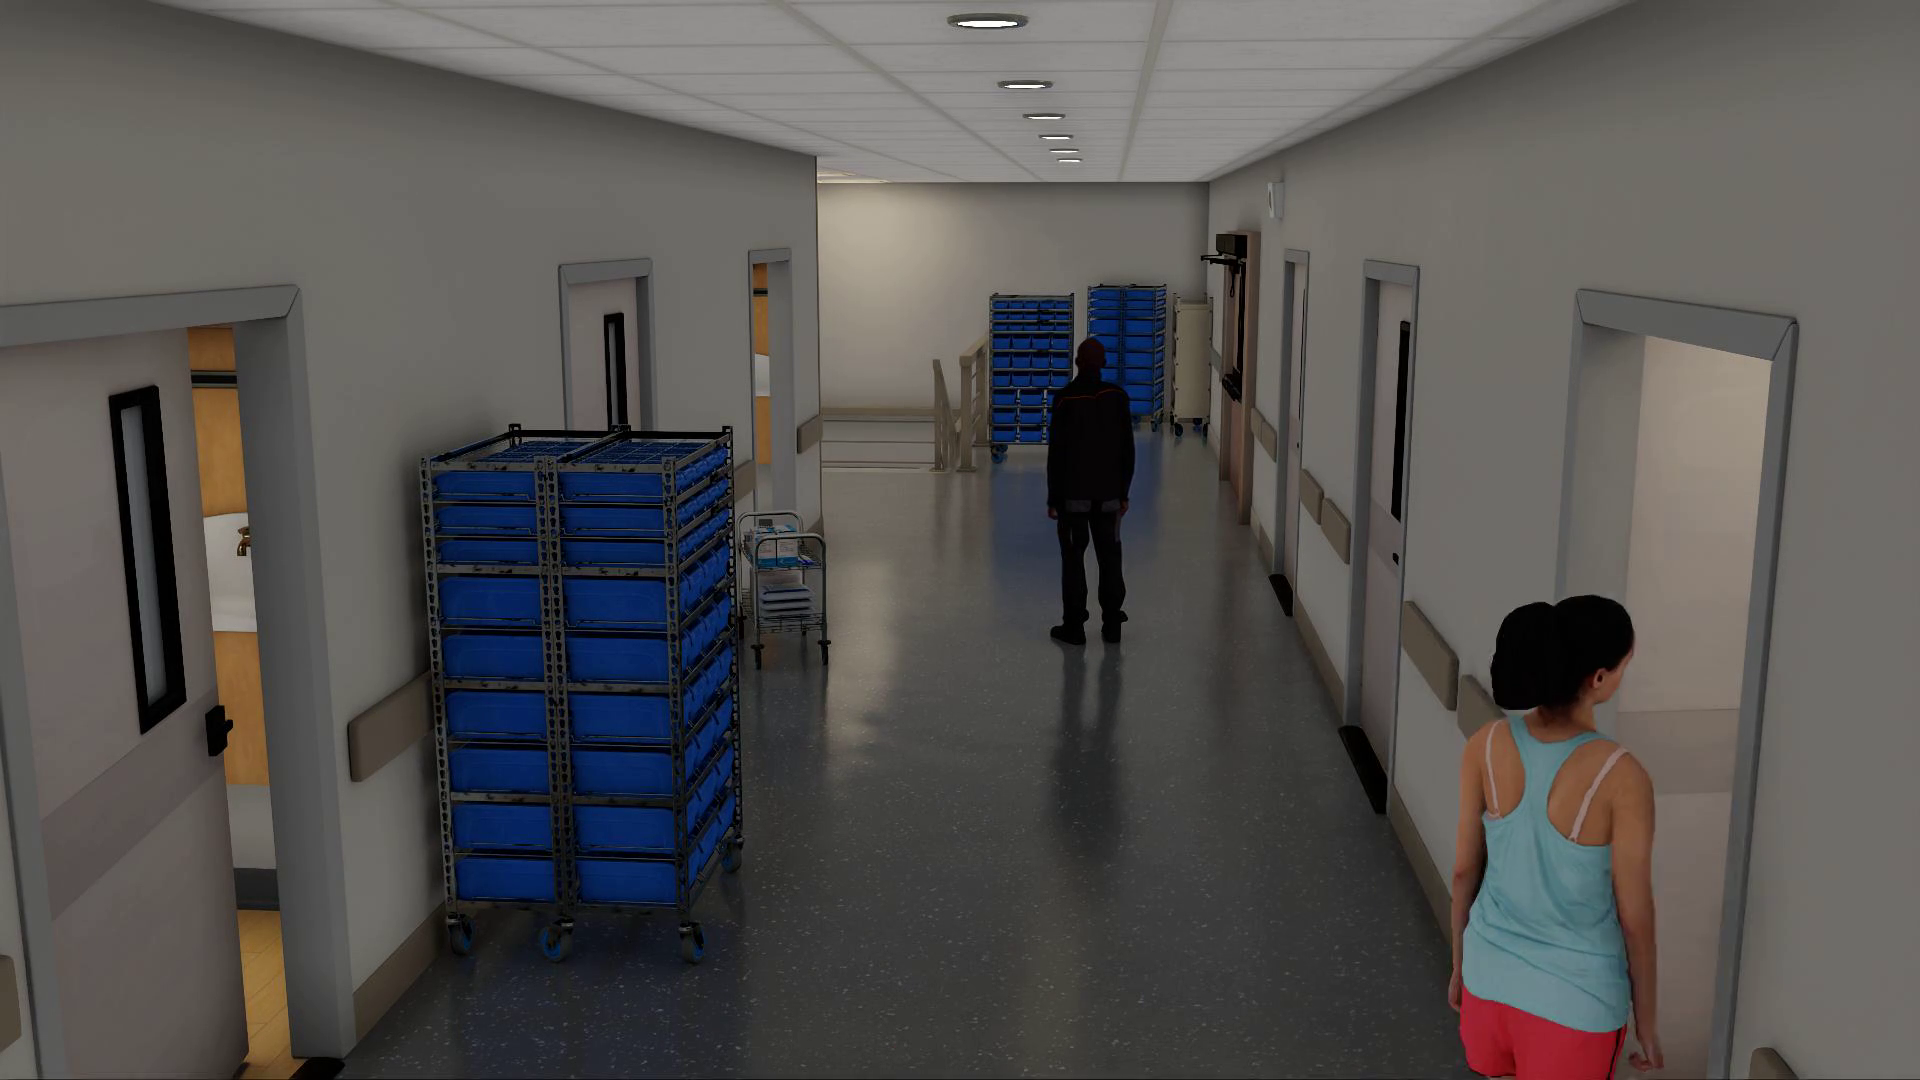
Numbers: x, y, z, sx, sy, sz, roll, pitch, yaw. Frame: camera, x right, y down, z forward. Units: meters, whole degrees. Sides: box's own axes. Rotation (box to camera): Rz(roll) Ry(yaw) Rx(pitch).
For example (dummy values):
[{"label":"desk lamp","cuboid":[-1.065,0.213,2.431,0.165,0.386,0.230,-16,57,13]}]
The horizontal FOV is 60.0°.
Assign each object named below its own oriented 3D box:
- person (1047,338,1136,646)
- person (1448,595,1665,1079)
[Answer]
[{"label":"person","cuboid":[0.772,-0.296,9.908,0.765,1.825,0.705,-3,11,-13]},{"label":"person","cuboid":[1.135,0.982,3.384,0.862,1.747,0.806,-9,14,-40]}]
